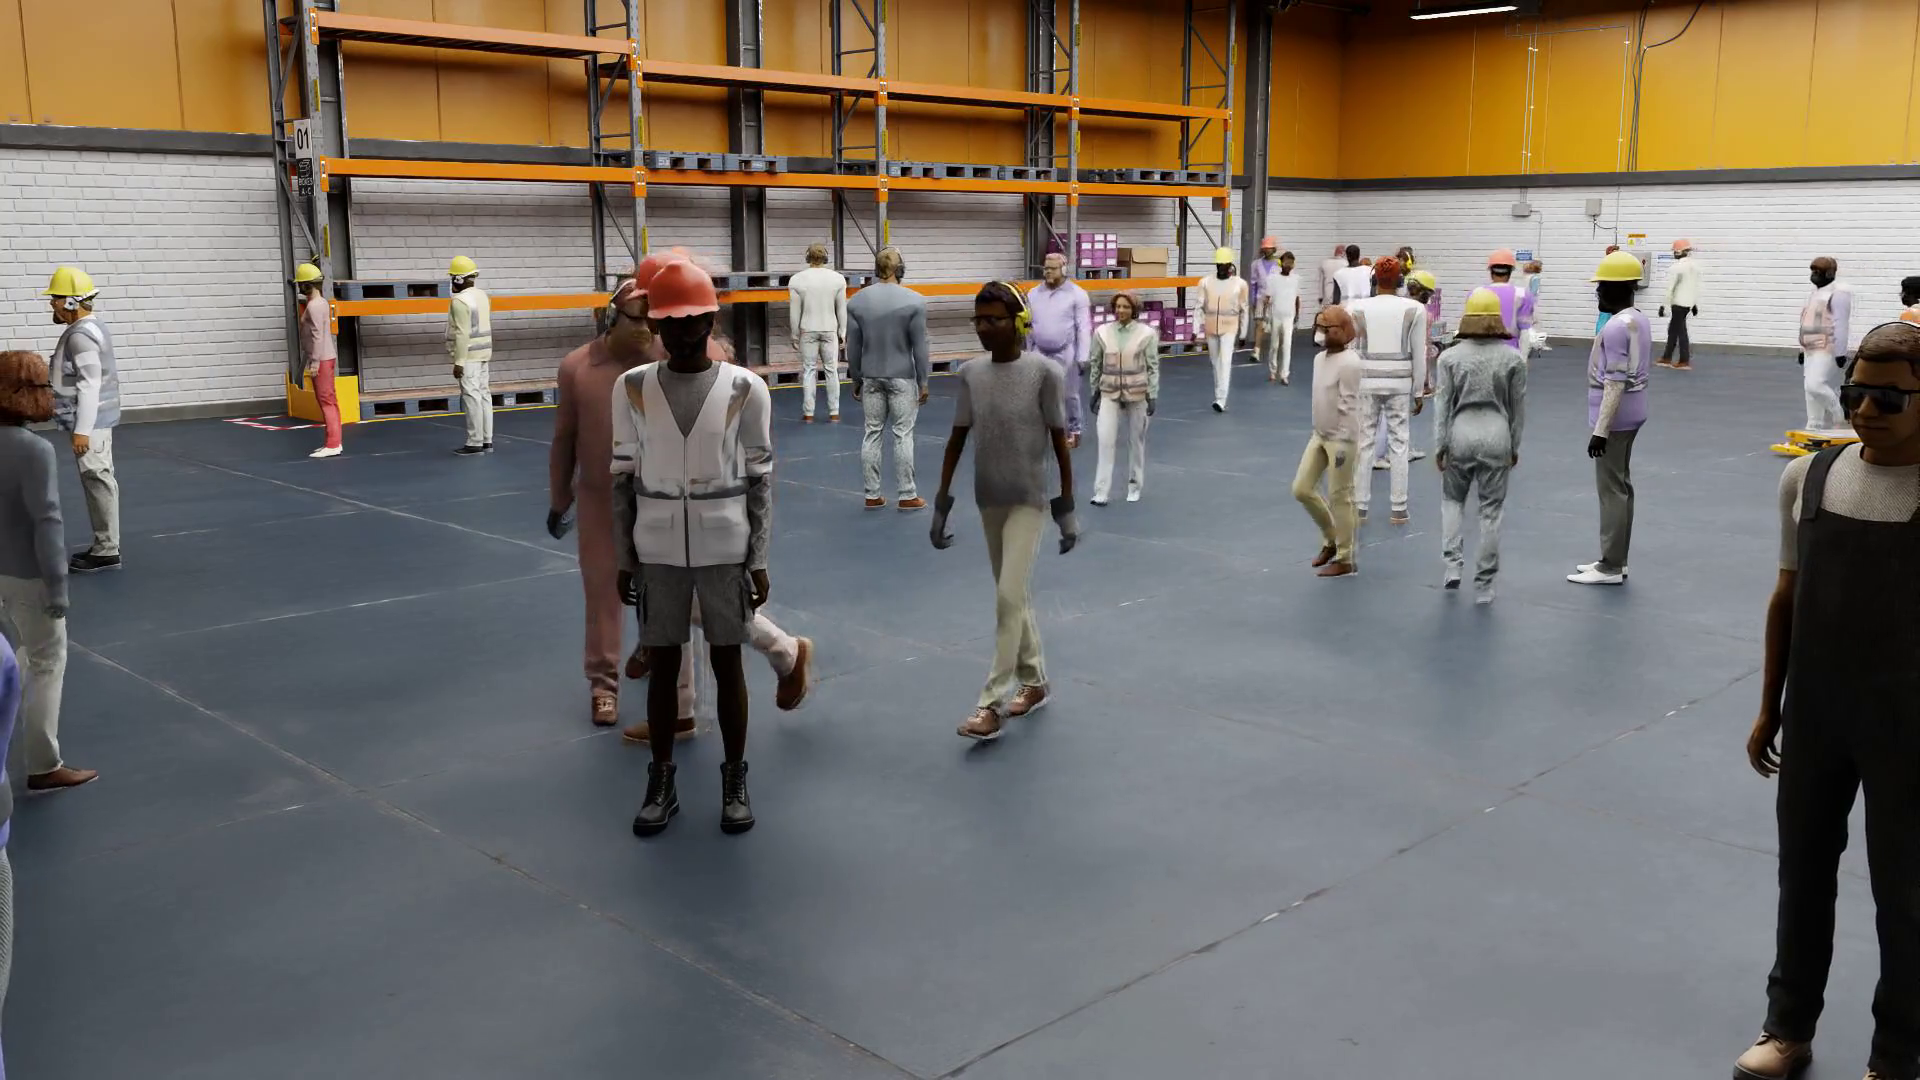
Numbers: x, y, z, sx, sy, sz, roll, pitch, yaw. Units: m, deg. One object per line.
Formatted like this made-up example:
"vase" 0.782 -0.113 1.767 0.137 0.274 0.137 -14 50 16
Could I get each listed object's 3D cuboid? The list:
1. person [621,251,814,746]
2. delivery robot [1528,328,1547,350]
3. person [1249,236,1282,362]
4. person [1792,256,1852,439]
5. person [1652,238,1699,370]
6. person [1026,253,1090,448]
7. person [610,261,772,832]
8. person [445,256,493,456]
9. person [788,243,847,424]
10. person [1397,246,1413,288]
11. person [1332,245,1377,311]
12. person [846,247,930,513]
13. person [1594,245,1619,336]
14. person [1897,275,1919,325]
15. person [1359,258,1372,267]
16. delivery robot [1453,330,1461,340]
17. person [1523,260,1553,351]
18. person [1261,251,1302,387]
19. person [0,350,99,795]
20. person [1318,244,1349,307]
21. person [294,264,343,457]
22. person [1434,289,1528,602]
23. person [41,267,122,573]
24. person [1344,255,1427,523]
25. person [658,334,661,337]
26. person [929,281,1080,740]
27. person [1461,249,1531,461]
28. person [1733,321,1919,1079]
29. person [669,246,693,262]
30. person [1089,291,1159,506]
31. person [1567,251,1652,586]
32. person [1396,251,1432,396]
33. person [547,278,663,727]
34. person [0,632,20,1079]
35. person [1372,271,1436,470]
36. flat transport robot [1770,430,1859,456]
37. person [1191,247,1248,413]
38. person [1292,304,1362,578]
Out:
"person" -1.006 -0.169 6.666 0.737 1.965 0.629 -7 12 -32
"delivery robot" 9.387 -3.364 27.689 0.477 0.478 0.707 -8 13 -37
"person" 4.905 -3.825 26.506 0.634 1.993 0.997 4 11 22
"person" 8.478 -1.865 16.319 0.475 1.829 0.619 1 10 6
"person" 10.834 -3.587 25.291 0.654 1.964 0.837 -7 13 -34
"person" 0.912 -1.750 15.592 0.654 1.866 0.971 4 11 23
"person" -0.904 0.037 5.623 0.545 1.938 0.362 0 10 -2
"person" -4.524 -1.689 15.316 0.404 1.835 0.588 1 10 8
"person" -1.523 -2.214 17.896 0.632 1.940 0.372 -2 11 -10
"person" 7.842 -4.327 29.713 0.483 1.829 0.653 6 12 28
"person" 5.394 -3.079 22.739 0.622 1.887 0.646 1 10 8
"person" -0.518 -1.166 12.185 0.635 1.936 0.353 4 11 19
"person" 11.223 -4.174 28.832 0.389 1.846 0.566 9 14 41
"person" 8.562 -1.524 14.857 0.548 1.658 0.508 -8 13 -38
"person" 7.137 -4.183 29.495 0.280 1.624 0.493 -2 11 -13
"delivery robot" 8.651 -3.395 27.857 0.707 0.478 0.477 6 12 31
"person" 9.976 -4.112 29.184 0.860 1.594 0.533 -1 10 -3
"person" 4.369 -3.020 22.669 0.541 1.815 1.012 0 10 1
"person" -3.379 0.130 5.972 0.516 1.618 0.413 7 13 34
"person" 6.777 -4.410 30.102 0.679 1.866 0.637 8 13 39
"person" -5.883 -1.637 15.225 0.327 1.765 0.529 -2 11 -12
"person" 2.877 -0.519 9.240 0.482 1.730 0.460 4 11 19
"person" -5.290 -0.722 10.050 0.403 1.834 0.587 -4 11 -22
"person" 2.979 -1.051 11.707 0.573 1.883 0.356 3 11 15
"person" -2.563 -1.289 13.259 0.875 1.802 0.661 -1 10 -6
"person" 0.138 -0.119 6.751 0.553 1.829 0.897 7 12 33
"person" 4.690 -1.595 14.614 0.566 1.899 0.689 3 11 14
"person" 2.072 0.423 3.811 0.341 1.839 0.501 -7 12 -32
"person" -2.723 -1.963 16.590 0.430 1.915 0.568 -3 11 -17
"person" 1.205 -1.045 12.421 0.558 1.604 0.786 3 11 17
"person" 3.785 -0.697 9.655 0.363 1.928 0.587 6 12 31
"person" 5.540 -2.687 20.817 0.975 1.820 0.540 -3 11 -17
"person" -1.423 -0.206 7.192 0.700 1.857 0.915 -1 10 -4
"person" -1.366 0.699 2.013 0.361 1.938 0.545 1 10 5
"person" 3.889 -1.467 14.431 0.842 1.703 0.574 -5 12 -25
"flat transport robot" 8.244 -0.875 15.146 1.431 0.197 0.652 -2 11 -8
"person" 2.968 -2.395 19.060 0.597 1.875 0.989 5 11 24
"person" 2.189 -0.575 9.835 0.364 1.620 0.509 -4 11 -19
